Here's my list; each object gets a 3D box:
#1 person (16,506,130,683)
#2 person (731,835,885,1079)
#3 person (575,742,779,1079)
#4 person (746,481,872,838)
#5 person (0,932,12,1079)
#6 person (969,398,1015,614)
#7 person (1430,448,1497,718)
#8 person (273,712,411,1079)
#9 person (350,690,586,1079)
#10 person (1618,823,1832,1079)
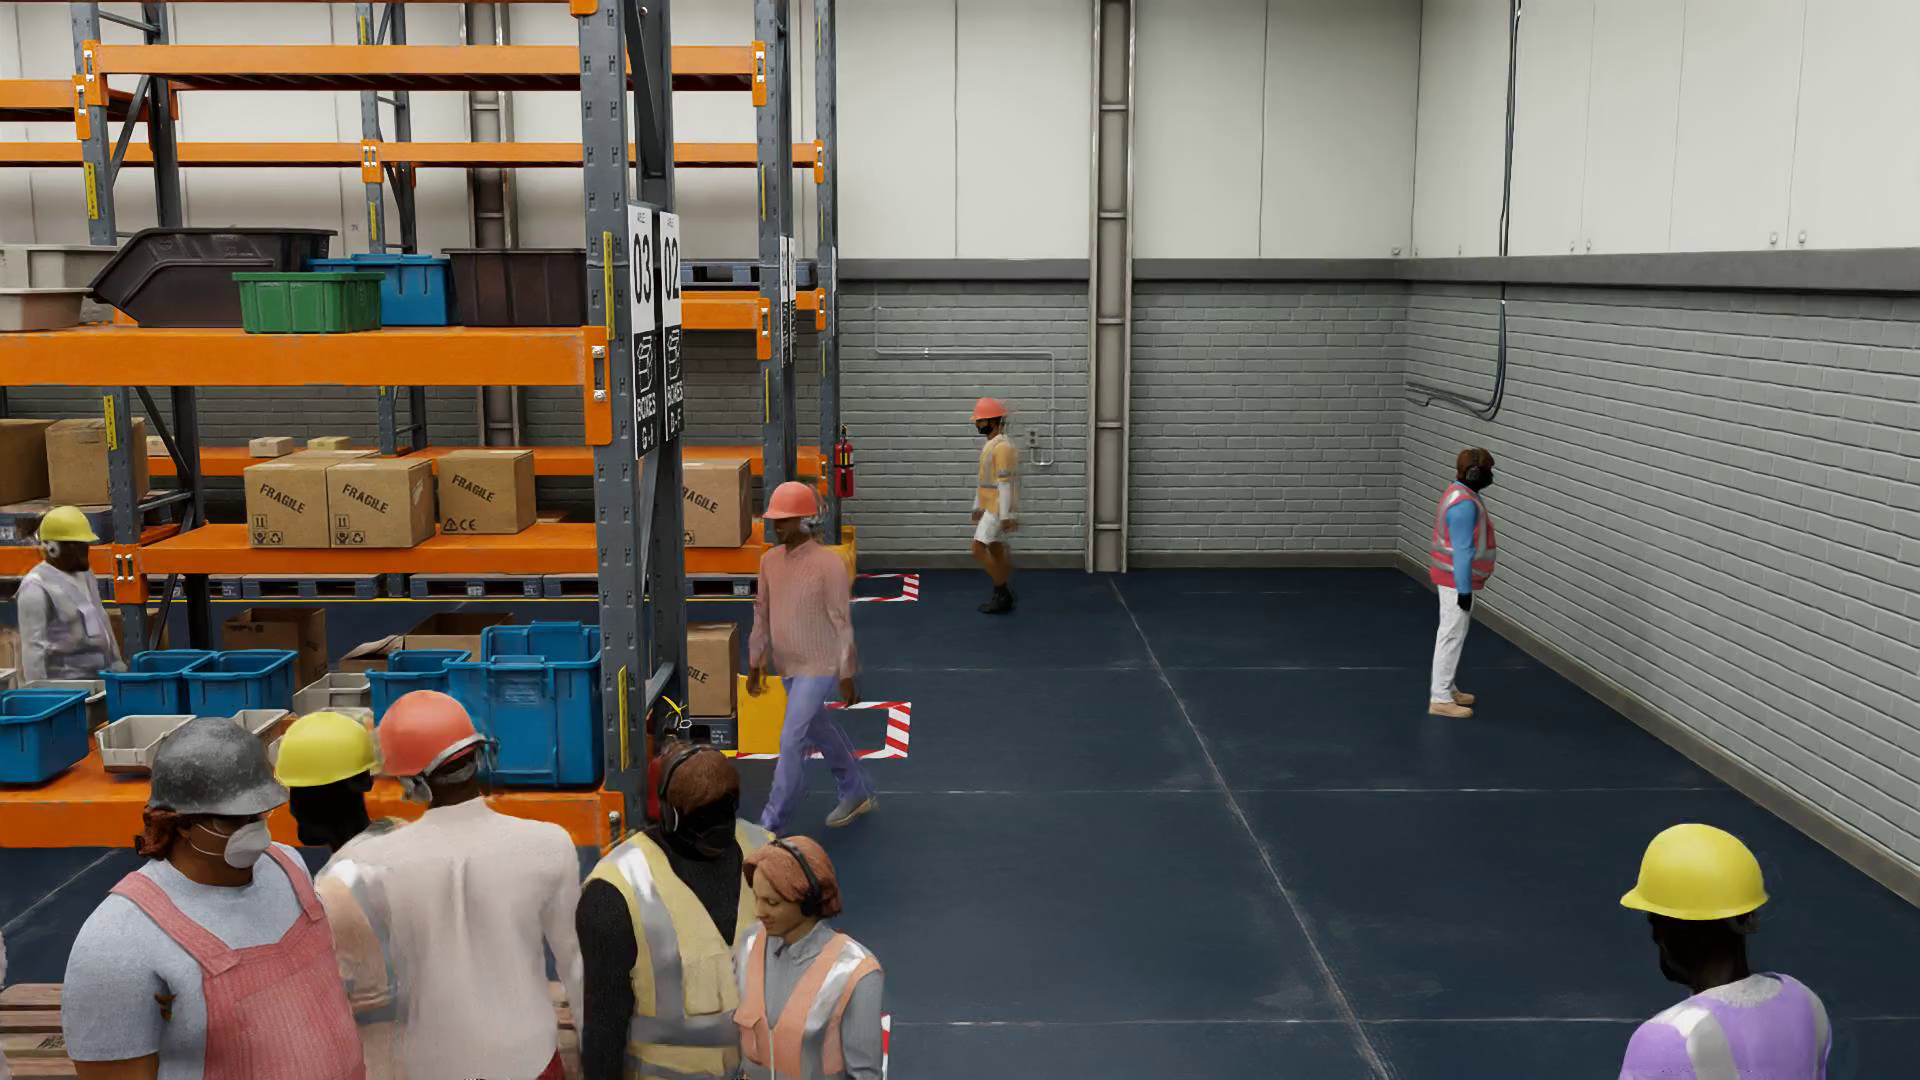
[{"bbox_3d":[-4.562,0.713,8.774,0.824,1.796,0.609,-1,9,-7],"label":"person"},{"bbox_3d":[-0.385,1.538,4.252,0.528,1.630,0.314,7,12,38],"label":"person"},{"bbox_3d":[-0.692,1.407,4.457,0.698,1.822,0.477,-9,13,-44],"label":"person"},{"bbox_3d":[-0.832,0.645,8.786,0.642,1.946,1.039,9,13,44],"label":"person"},{"bbox_3d":[-2.902,1.370,4.539,0.863,1.882,0.648,-3,10,-17],"label":"person"},{"bbox_3d":[0.283,-0.287,14.575,0.451,1.919,0.548,-1,9,-6],"label":"person"},{"bbox_3d":[3.434,0.279,11.363,0.430,1.836,0.642,3,10,18],"label":"person"},{"bbox_3d":[-1.638,1.387,4.403,0.930,1.879,0.601,-1,9,-5],"label":"person"},{"bbox_3d":[-1.252,1.355,4.394,0.694,1.965,0.387,-3,10,-17],"label":"person"},{"bbox_3d":[1.576,1.531,3.583,0.586,1.873,0.967,-7,12,-38],"label":"person"}]
